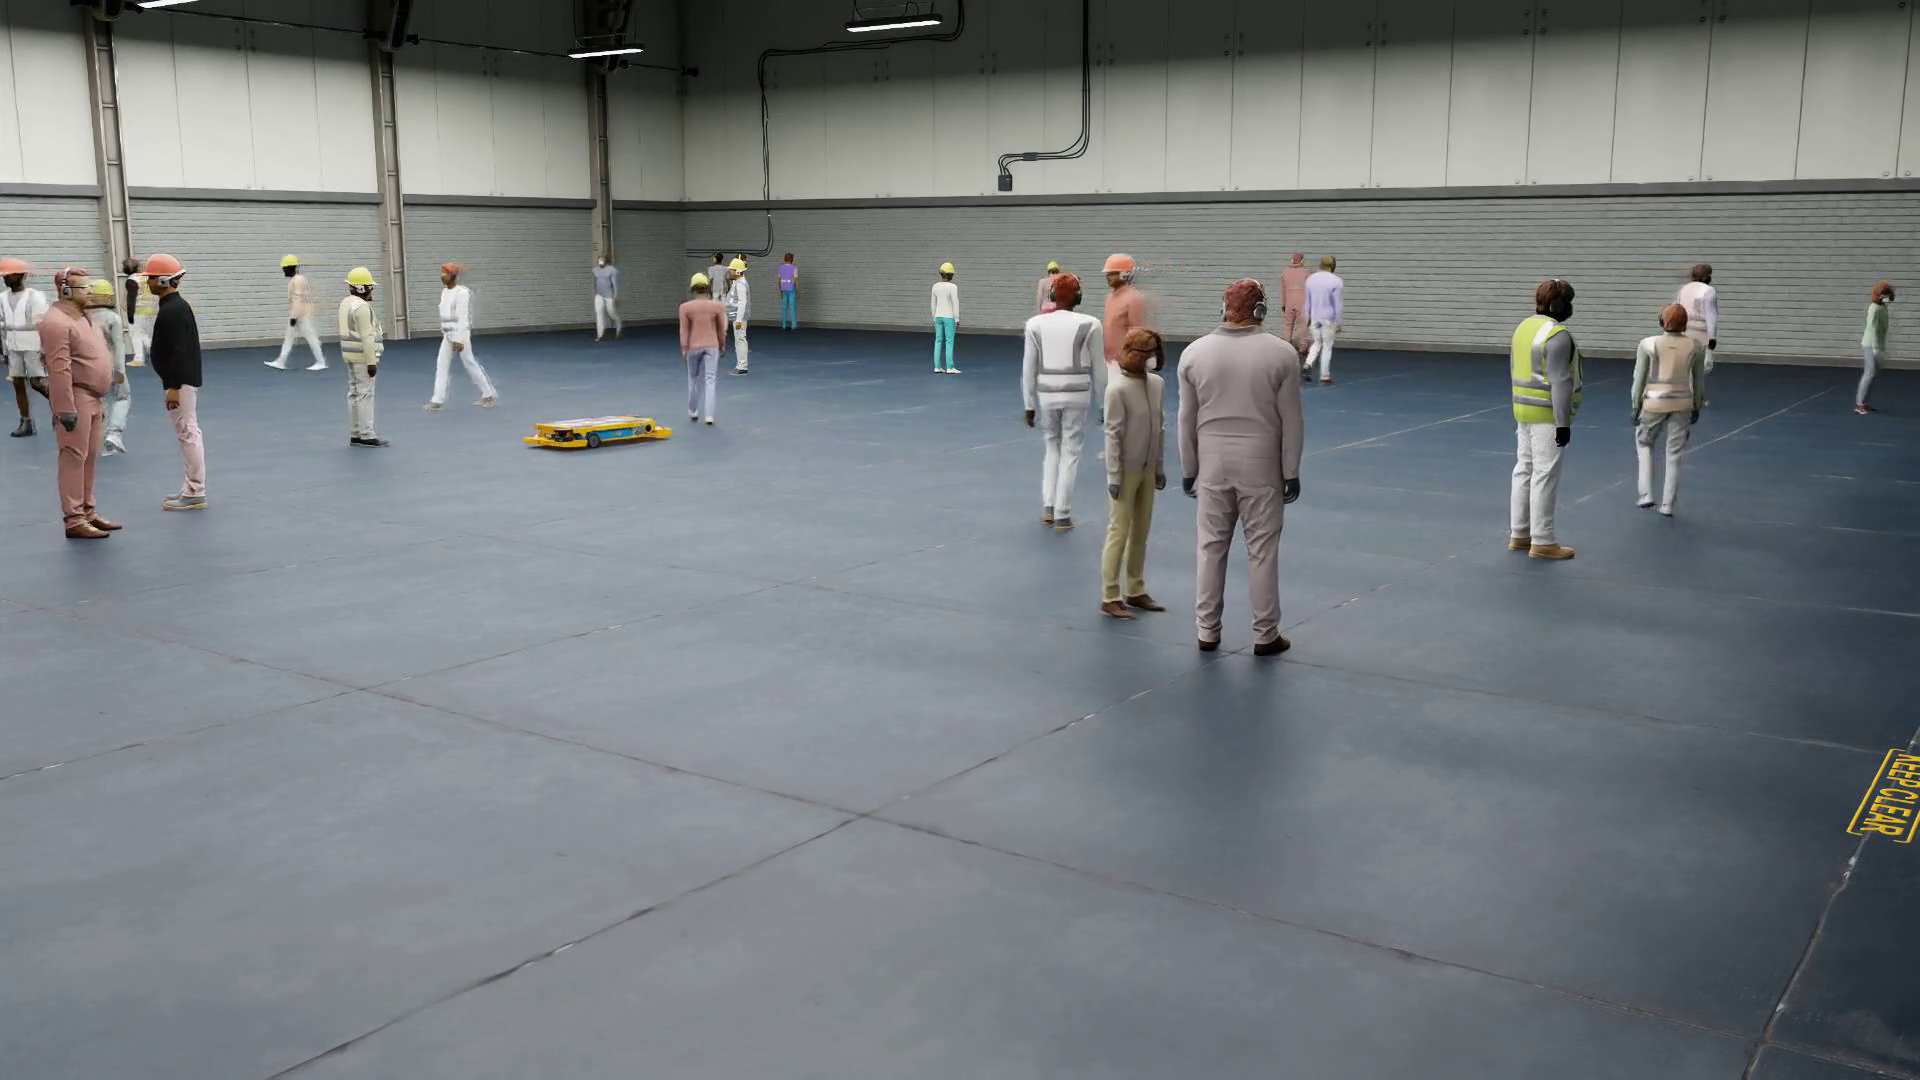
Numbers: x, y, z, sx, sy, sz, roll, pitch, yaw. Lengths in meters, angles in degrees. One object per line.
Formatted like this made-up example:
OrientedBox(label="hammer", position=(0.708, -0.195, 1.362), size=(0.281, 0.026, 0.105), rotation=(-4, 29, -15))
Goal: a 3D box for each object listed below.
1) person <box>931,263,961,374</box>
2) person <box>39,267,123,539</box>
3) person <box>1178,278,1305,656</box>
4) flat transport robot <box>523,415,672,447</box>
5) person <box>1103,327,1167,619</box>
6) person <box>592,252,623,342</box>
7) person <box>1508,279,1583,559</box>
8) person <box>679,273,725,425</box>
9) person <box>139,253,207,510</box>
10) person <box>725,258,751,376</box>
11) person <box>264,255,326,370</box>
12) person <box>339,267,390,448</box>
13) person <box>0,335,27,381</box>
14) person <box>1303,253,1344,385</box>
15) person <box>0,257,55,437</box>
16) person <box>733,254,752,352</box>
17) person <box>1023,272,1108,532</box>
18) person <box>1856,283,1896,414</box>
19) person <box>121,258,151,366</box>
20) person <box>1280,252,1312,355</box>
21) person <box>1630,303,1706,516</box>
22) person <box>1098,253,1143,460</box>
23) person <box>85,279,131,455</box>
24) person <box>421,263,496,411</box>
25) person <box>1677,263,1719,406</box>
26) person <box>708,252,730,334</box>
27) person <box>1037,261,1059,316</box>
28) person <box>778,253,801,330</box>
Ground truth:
OrientedBox(label="person", position=(-0.215, -3.538, 26.580), size=(0.535, 1.767, 0.316), rotation=(8, 13, 39))
OrientedBox(label="person", position=(-6.226, -0.972, 11.809), size=(0.399, 1.908, 0.643), rotation=(-2, 10, -10))
OrientedBox(label="person", position=(1.428, -0.364, 8.429), size=(0.636, 1.902, 0.404), rotation=(5, 11, 24))
OrientedBox(label="flat transport robot", position=(-3.765, -1.139, 17.325), size=(0.652, 0.197, 1.431), rotation=(8, 13, 39))
OrientedBox(label="person", position=(0.971, -0.373, 9.256), size=(0.290, 1.622, 0.506), rotation=(9, 13, 40))
OrientedBox(label="person", position=(-7.523, -5.195, 35.505), size=(0.635, 1.907, 0.932), rotation=(3, 11, 17))
OrientedBox(label="person", position=(3.896, -0.804, 11.055), size=(0.429, 1.840, 0.636), rotation=(-1, 10, -7))
OrientedBox(label="person", position=(-2.993, -2.221, 19.330), size=(0.532, 1.724, 0.900), rotation=(-2, 10, -10))
OrientedBox(label="person", position=(-6.140, -1.232, 13.019), size=(0.393, 1.995, 0.612), rotation=(-4, 11, -20))
OrientedBox(label="person", position=(-3.501, -3.508, 26.212), size=(0.403, 1.837, 0.591), rotation=(-2, 10, -11))
OrientedBox(label="person", position=(-10.873, -3.691, 27.118), size=(0.973, 1.872, 0.608), rotation=(-6, 12, -32))
OrientedBox(label="person", position=(-6.089, -1.856, 16.970), size=(0.403, 1.830, 0.600), rotation=(-8, 13, -39))
OrientedBox(label="person", position=(-14.648, -3.389, 24.973), size=(1.023, 2.000, 0.673), rotation=(-3, 10, -15))
OrientedBox(label="person", position=(5.299, -3.206, 24.268), size=(0.510, 1.927, 0.649), rotation=(-9, 14, -42))
OrientedBox(label="person", position=(-10.077, -2.086, 18.000), size=(0.558, 1.922, 0.596), rotation=(1, 10, 8))
OrientedBox(label="person", position=(-4.187, -4.536, 31.874), size=(0.329, 1.872, 0.508), rotation=(-2, 10, -11))
OrientedBox(label="person", position=(0.782, -0.999, 12.071), size=(0.580, 1.862, 0.578), rotation=(4, 11, 24))
OrientedBox(label="person", position=(11.194, -2.342, 20.340), size=(0.368, 1.600, 0.574), rotation=(9, 13, 40))
OrientedBox(label="person", position=(-13.942, -3.852, 28.168), size=(0.456, 1.823, 0.645), rotation=(-2, 10, -10))
OrientedBox(label="person", position=(6.317, -4.424, 31.155), size=(0.641, 1.905, 0.410), rotation=(6, 12, 31))
OrientedBox(label="person", position=(5.423, -1.004, 12.791), size=(0.548, 1.619, 0.559), rotation=(2, 10, 10))
OrientedBox(label="person", position=(1.492, -1.740, 15.902), size=(0.431, 1.976, 0.625), rotation=(-3, 10, -15))
OrientedBox(label="person", position=(-8.391, -1.686, 16.328), size=(0.483, 1.724, 0.365), rotation=(0, 10, 2))
OrientedBox(label="person", position=(-6.278, -2.544, 20.824), size=(0.591, 1.841, 0.970), rotation=(10, 14, 43))
OrientedBox(label="person", position=(9.299, -2.584, 21.055), size=(0.610, 1.830, 0.640), rotation=(-2, 10, -12))
OrientedBox(label="person", position=(-5.503, -5.634, 38.010), size=(0.531, 1.875, 0.316), rotation=(-4, 11, -20))
OrientedBox(label="person", position=(1.698, -4.270, 30.703), size=(0.544, 1.749, 0.567), rotation=(-1, 10, -7))
OrientedBox(label="person", position=(-4.108, -5.967, 39.945), size=(0.566, 1.849, 0.390), rotation=(5, 11, 26))
